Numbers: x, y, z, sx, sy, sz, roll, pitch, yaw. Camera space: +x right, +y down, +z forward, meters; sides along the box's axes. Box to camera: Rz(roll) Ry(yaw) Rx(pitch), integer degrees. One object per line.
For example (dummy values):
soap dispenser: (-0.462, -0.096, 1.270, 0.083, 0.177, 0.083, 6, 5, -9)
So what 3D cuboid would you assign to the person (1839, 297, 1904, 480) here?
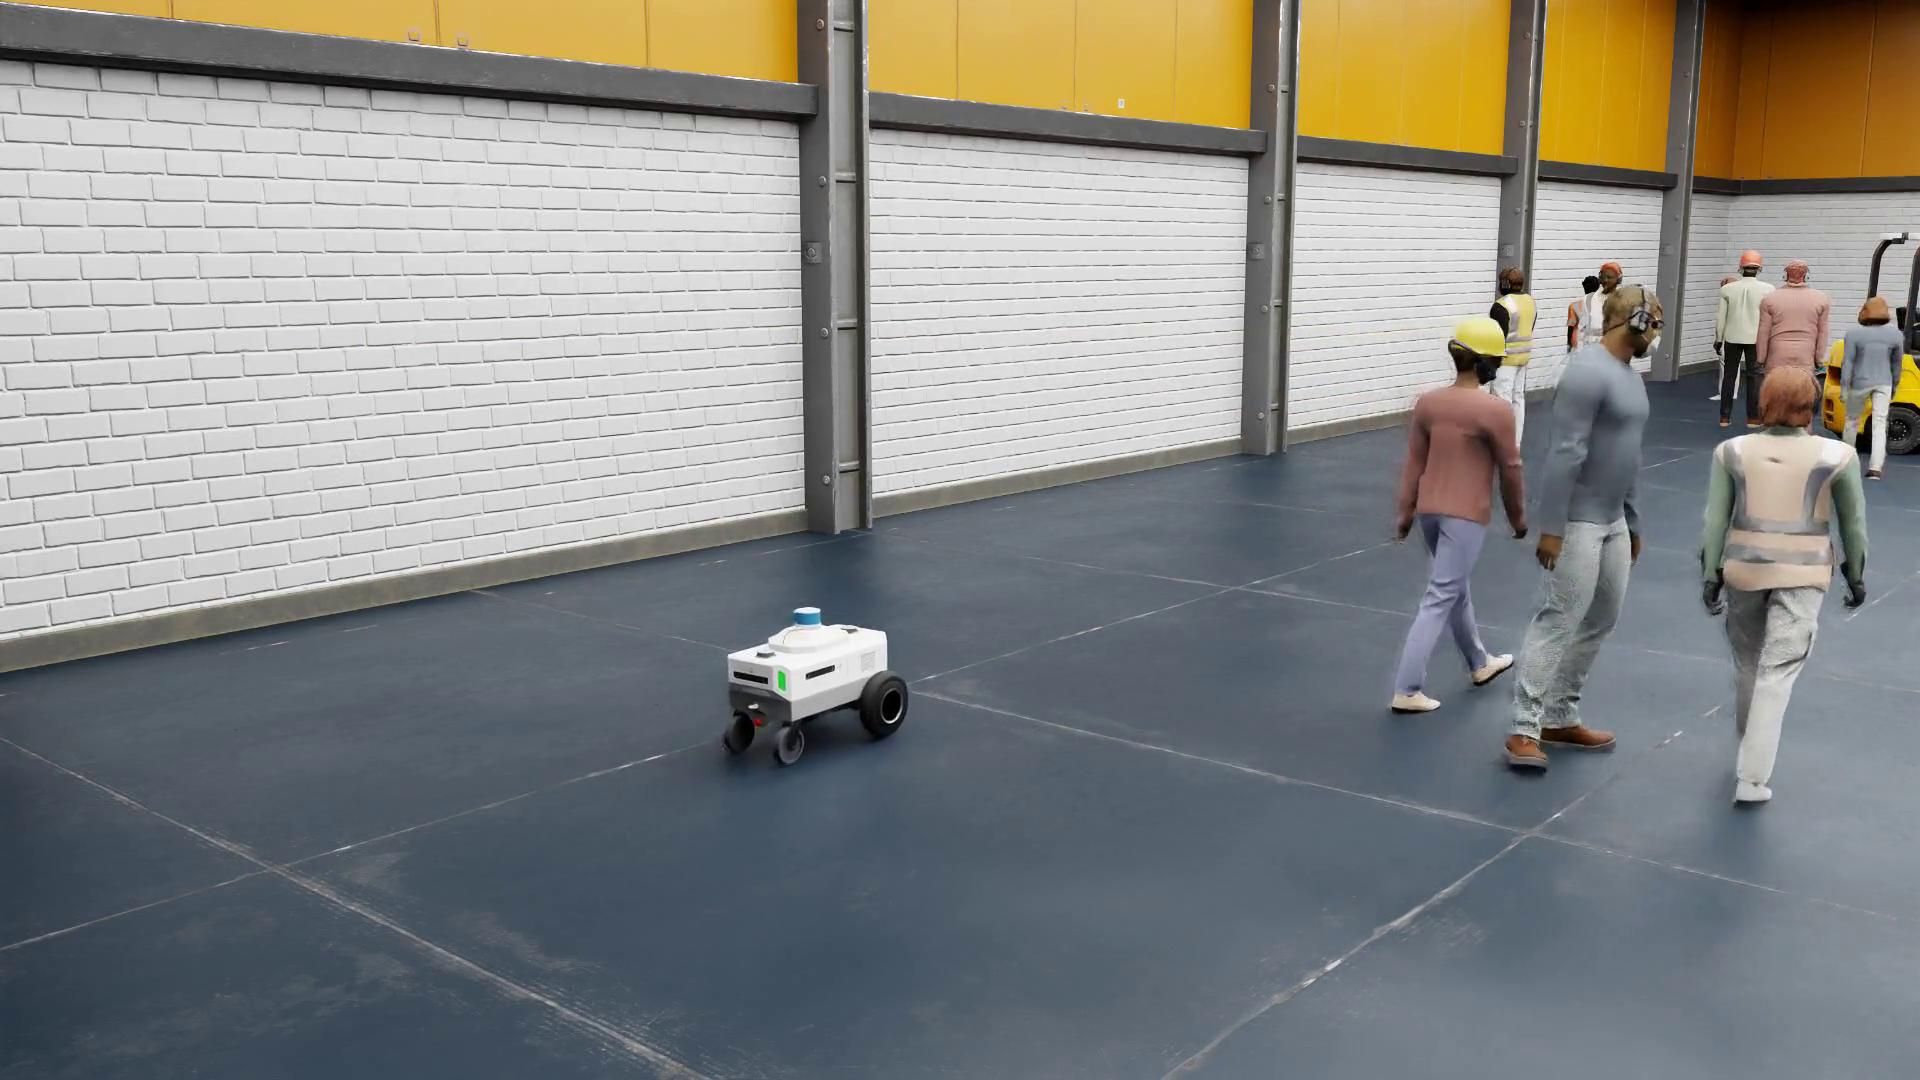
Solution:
person: (8.075, -1.356, 14.791, 0.525, 1.583, 0.844, 2, 10, 12)

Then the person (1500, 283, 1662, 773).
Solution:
person: (2.456, -0.052, 6.544, 0.394, 1.892, 0.791, 9, 13, 41)

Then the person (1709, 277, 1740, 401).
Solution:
person: (10.228, -2.666, 22.131, 0.513, 1.639, 0.311, -7, 12, -35)

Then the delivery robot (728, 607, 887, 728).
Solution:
delivery robot: (-0.619, 0.520, 6.803, 0.477, 0.478, 0.707, 7, 12, 35)

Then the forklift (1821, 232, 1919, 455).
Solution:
forklift: (9.955, -1.972, 16.595, 2.313, 2.155, 1.214, 1, 10, 8)

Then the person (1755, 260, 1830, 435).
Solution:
person: (8.248, -1.819, 16.542, 0.642, 1.909, 0.399, 3, 10, 16)

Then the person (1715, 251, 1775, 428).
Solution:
person: (8.903, -2.271, 18.863, 0.623, 1.993, 0.385, 6, 12, 32)

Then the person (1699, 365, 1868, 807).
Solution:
person: (3.076, 0.153, 6.217, 0.528, 1.590, 0.873, 9, 13, 41)

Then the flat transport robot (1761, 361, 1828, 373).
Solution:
flat transport robot: (13.487, -2.757, 26.538, 1.431, 0.197, 0.652, 2, 10, 9)

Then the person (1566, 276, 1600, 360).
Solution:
person: (7.757, -2.413, 20.549, 0.530, 1.689, 0.321, 3, 10, 16)

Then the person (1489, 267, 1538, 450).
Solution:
person: (5.306, -1.719, 16.161, 0.626, 1.844, 0.429, -9, 13, -41)

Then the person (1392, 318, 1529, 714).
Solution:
person: (2.242, -0.109, 7.325, 0.883, 1.715, 0.514, -5, 11, -28)

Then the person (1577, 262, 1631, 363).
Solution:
person: (6.526, -1.859, 16.843, 0.574, 1.882, 0.356, 8, 12, 37)
